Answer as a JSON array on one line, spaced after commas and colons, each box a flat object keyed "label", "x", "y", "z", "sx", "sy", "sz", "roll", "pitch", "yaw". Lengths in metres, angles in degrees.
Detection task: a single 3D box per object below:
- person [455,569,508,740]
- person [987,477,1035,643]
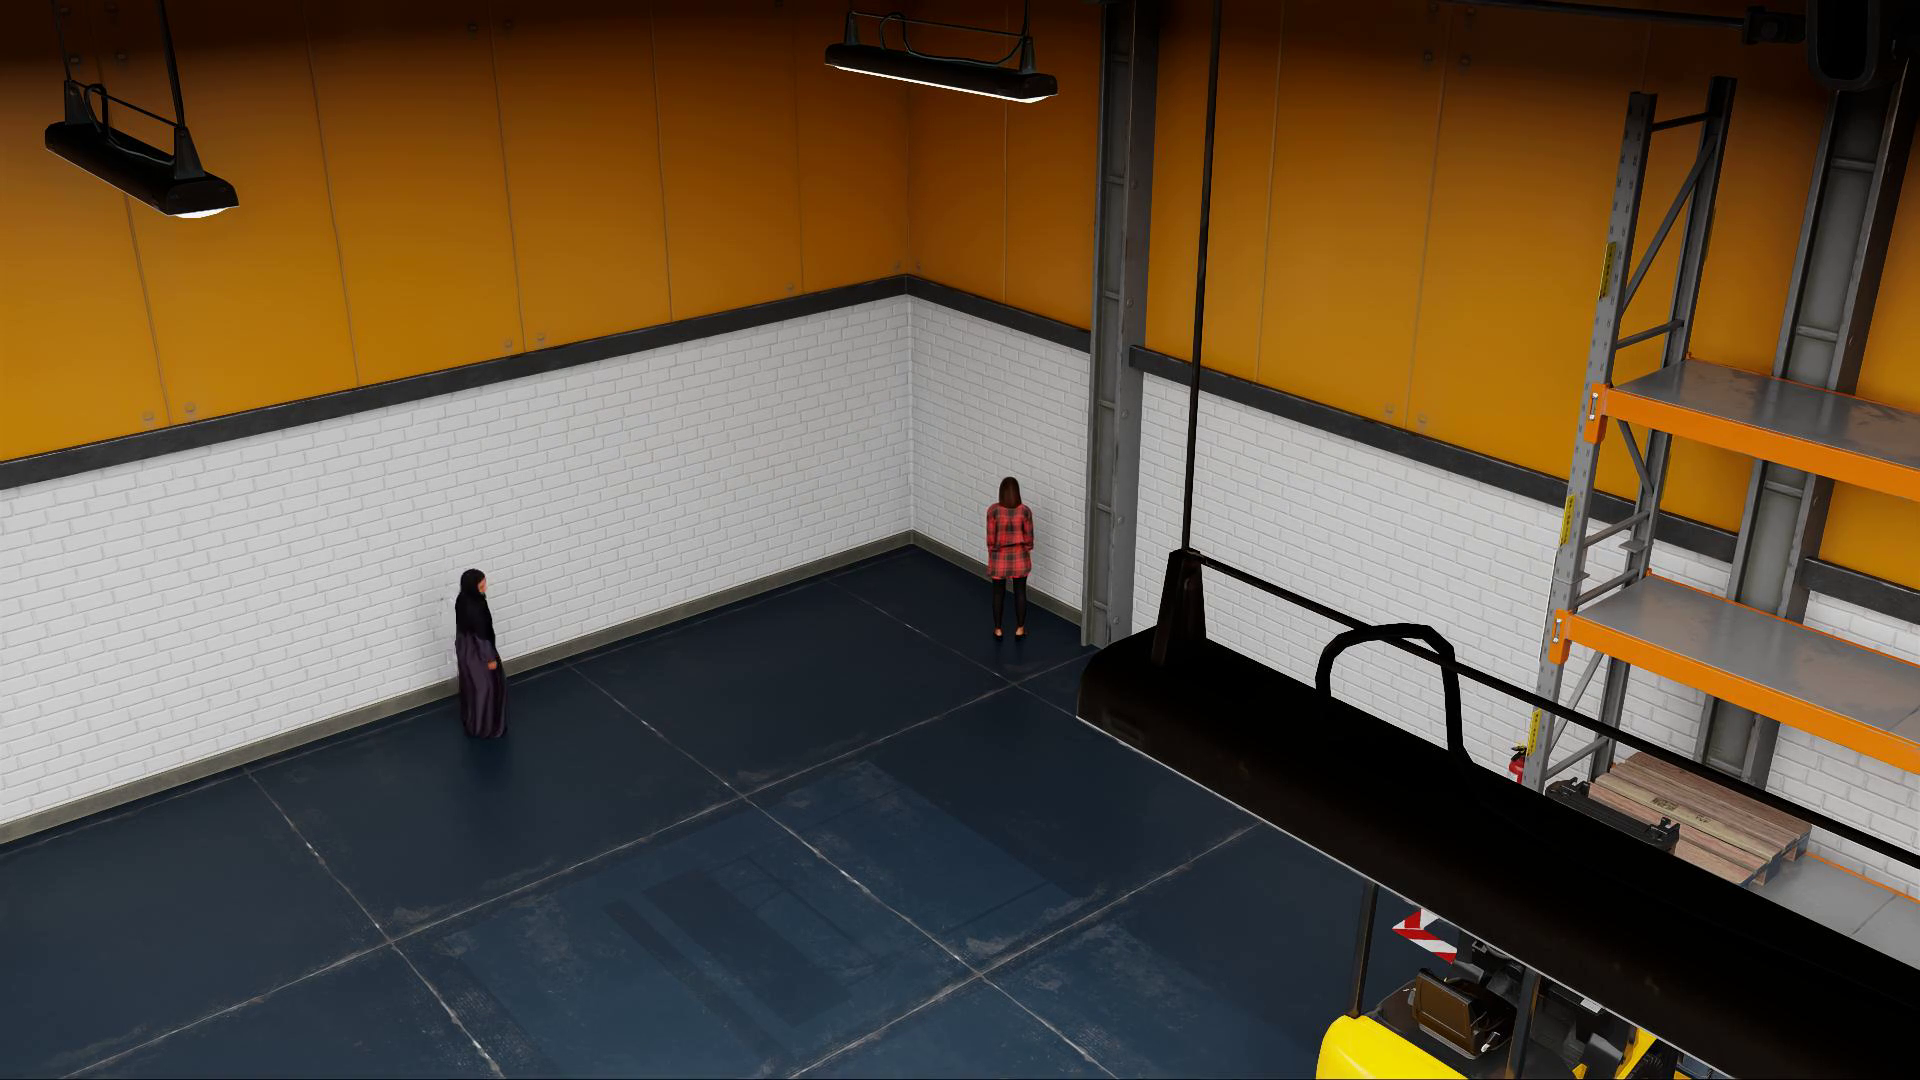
[{"label": "person", "x": -4.231, "y": 0.934, "z": 14.402, "sx": 0.579, "sy": 1.601, "sz": 0.817, "roll": 21, "pitch": 31, "yaw": 39}, {"label": "person", "x": 0.476, "y": 0.179, "z": 16.006, "sx": 0.696, "sy": 1.700, "sz": 0.749, "roll": 1, "pitch": 24, "yaw": 2}]
